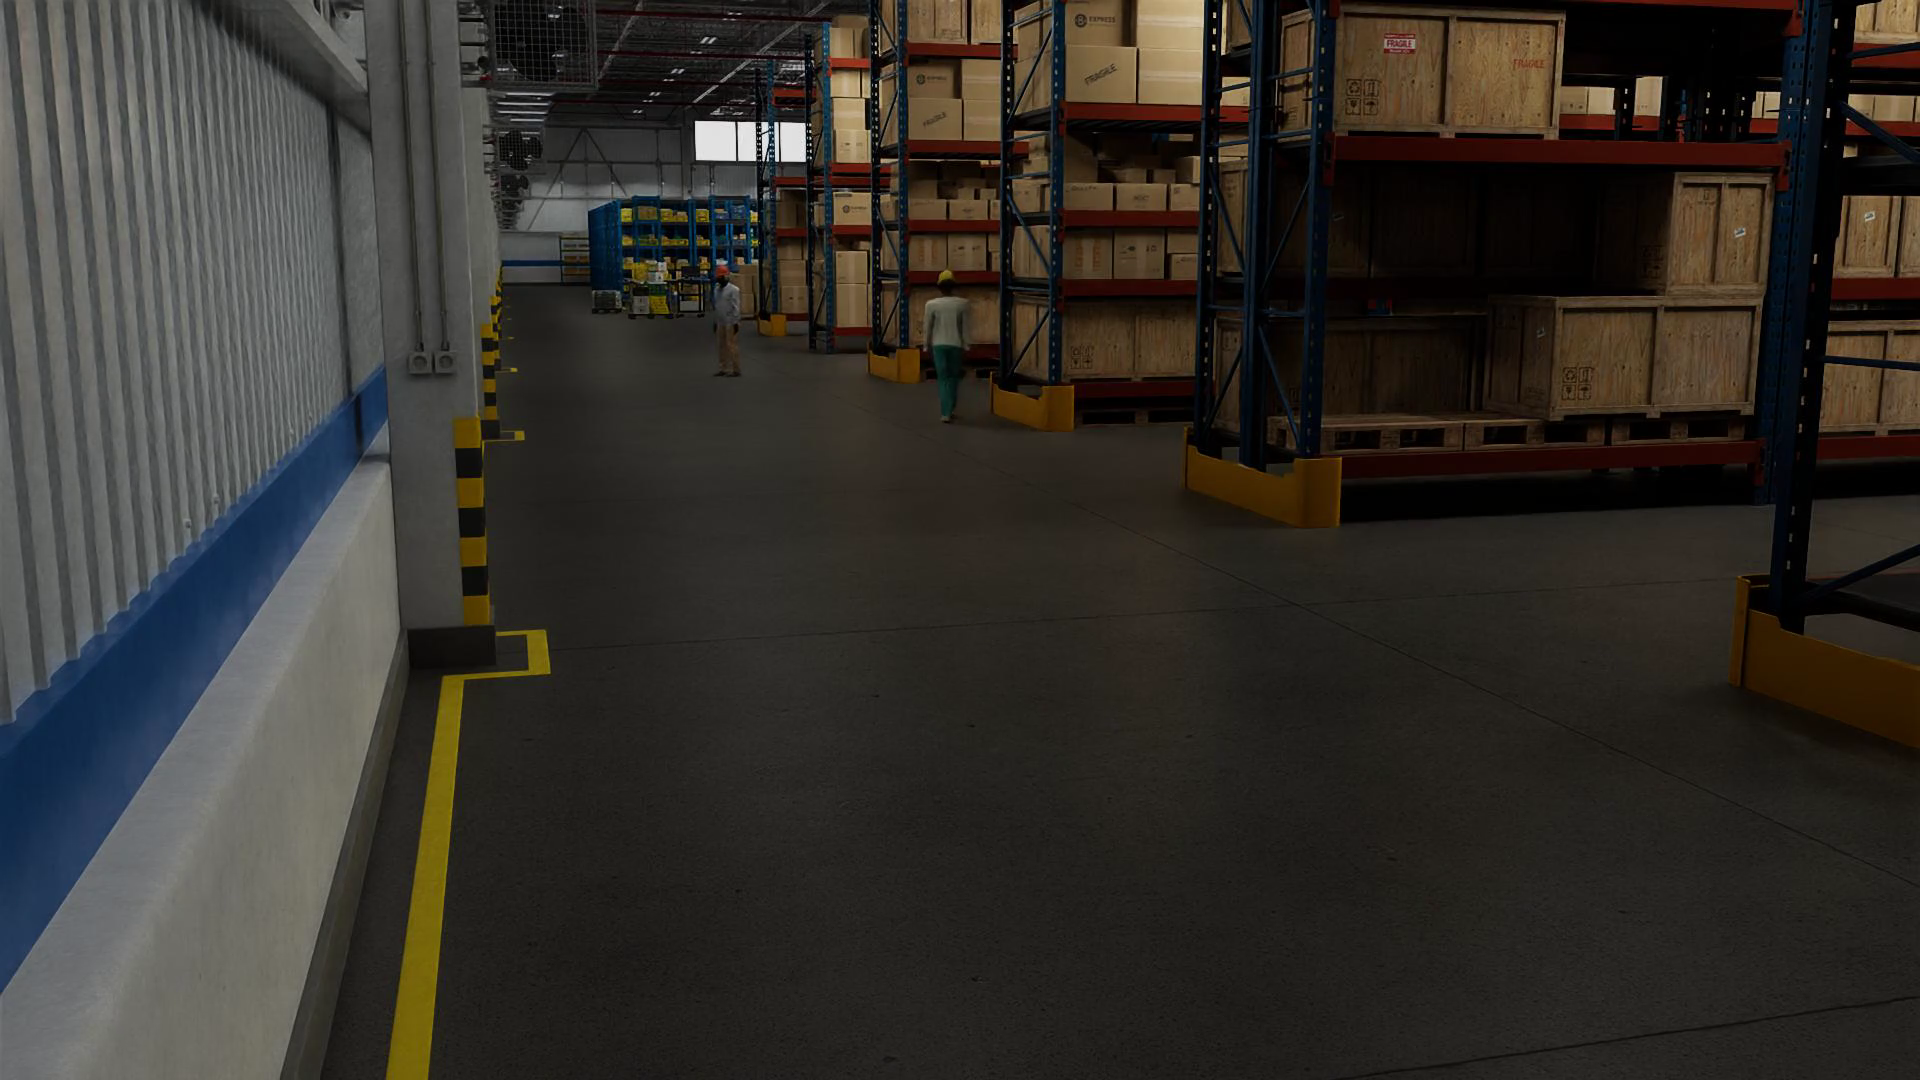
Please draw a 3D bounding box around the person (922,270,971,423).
[{"bbox_3d":[-0.181,-2.246,19.298,0.547,1.733,0.800,-2,10,-13],"label":"person"}]

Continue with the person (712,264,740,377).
[{"bbox_3d":[-3.646,-3.393,25.798,0.567,1.747,0.350,9,13,41],"label":"person"}]
